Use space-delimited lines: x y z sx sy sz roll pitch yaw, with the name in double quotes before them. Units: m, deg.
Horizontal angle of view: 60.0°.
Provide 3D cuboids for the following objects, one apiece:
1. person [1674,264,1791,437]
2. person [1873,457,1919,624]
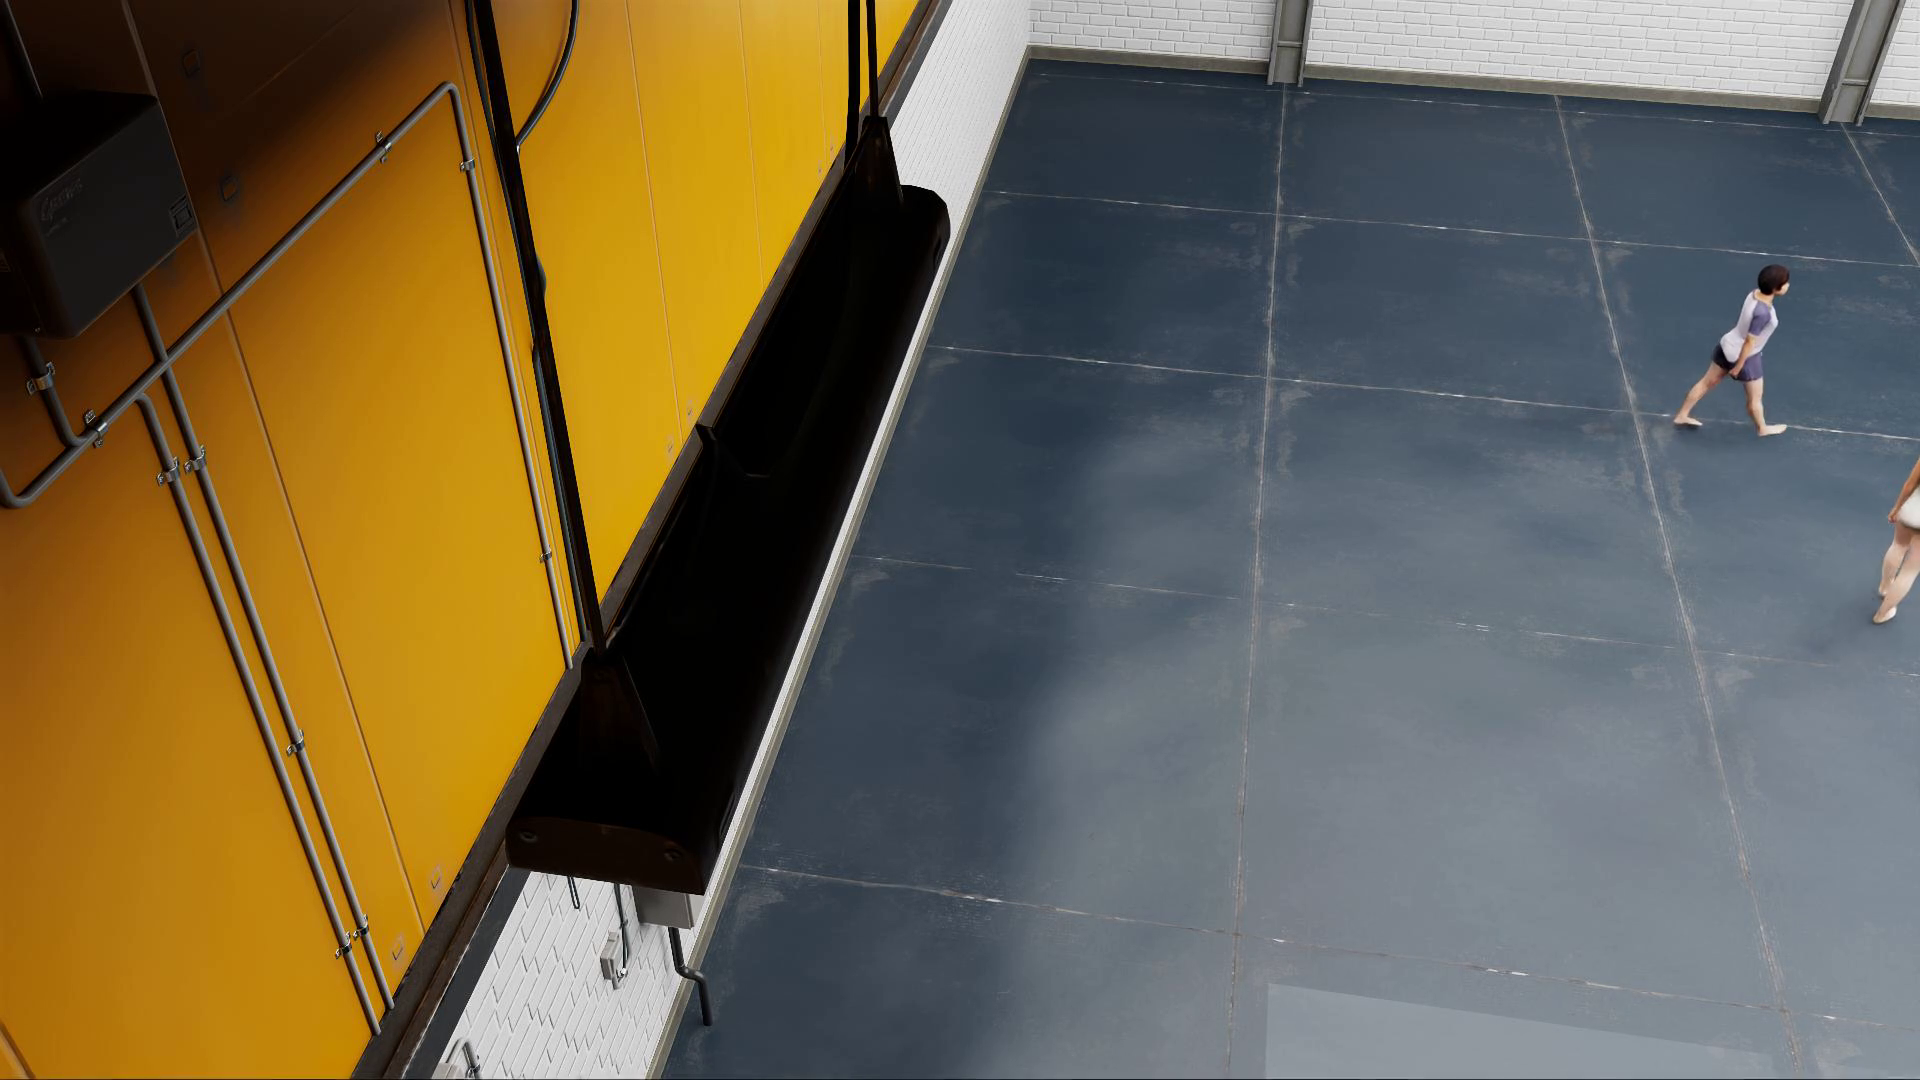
"person" 6.061 -1.472 13.071 1.054 1.509 0.602 4 39 5
"person" 6.480 -0.093 11.250 0.863 1.627 0.815 -28 46 -31
